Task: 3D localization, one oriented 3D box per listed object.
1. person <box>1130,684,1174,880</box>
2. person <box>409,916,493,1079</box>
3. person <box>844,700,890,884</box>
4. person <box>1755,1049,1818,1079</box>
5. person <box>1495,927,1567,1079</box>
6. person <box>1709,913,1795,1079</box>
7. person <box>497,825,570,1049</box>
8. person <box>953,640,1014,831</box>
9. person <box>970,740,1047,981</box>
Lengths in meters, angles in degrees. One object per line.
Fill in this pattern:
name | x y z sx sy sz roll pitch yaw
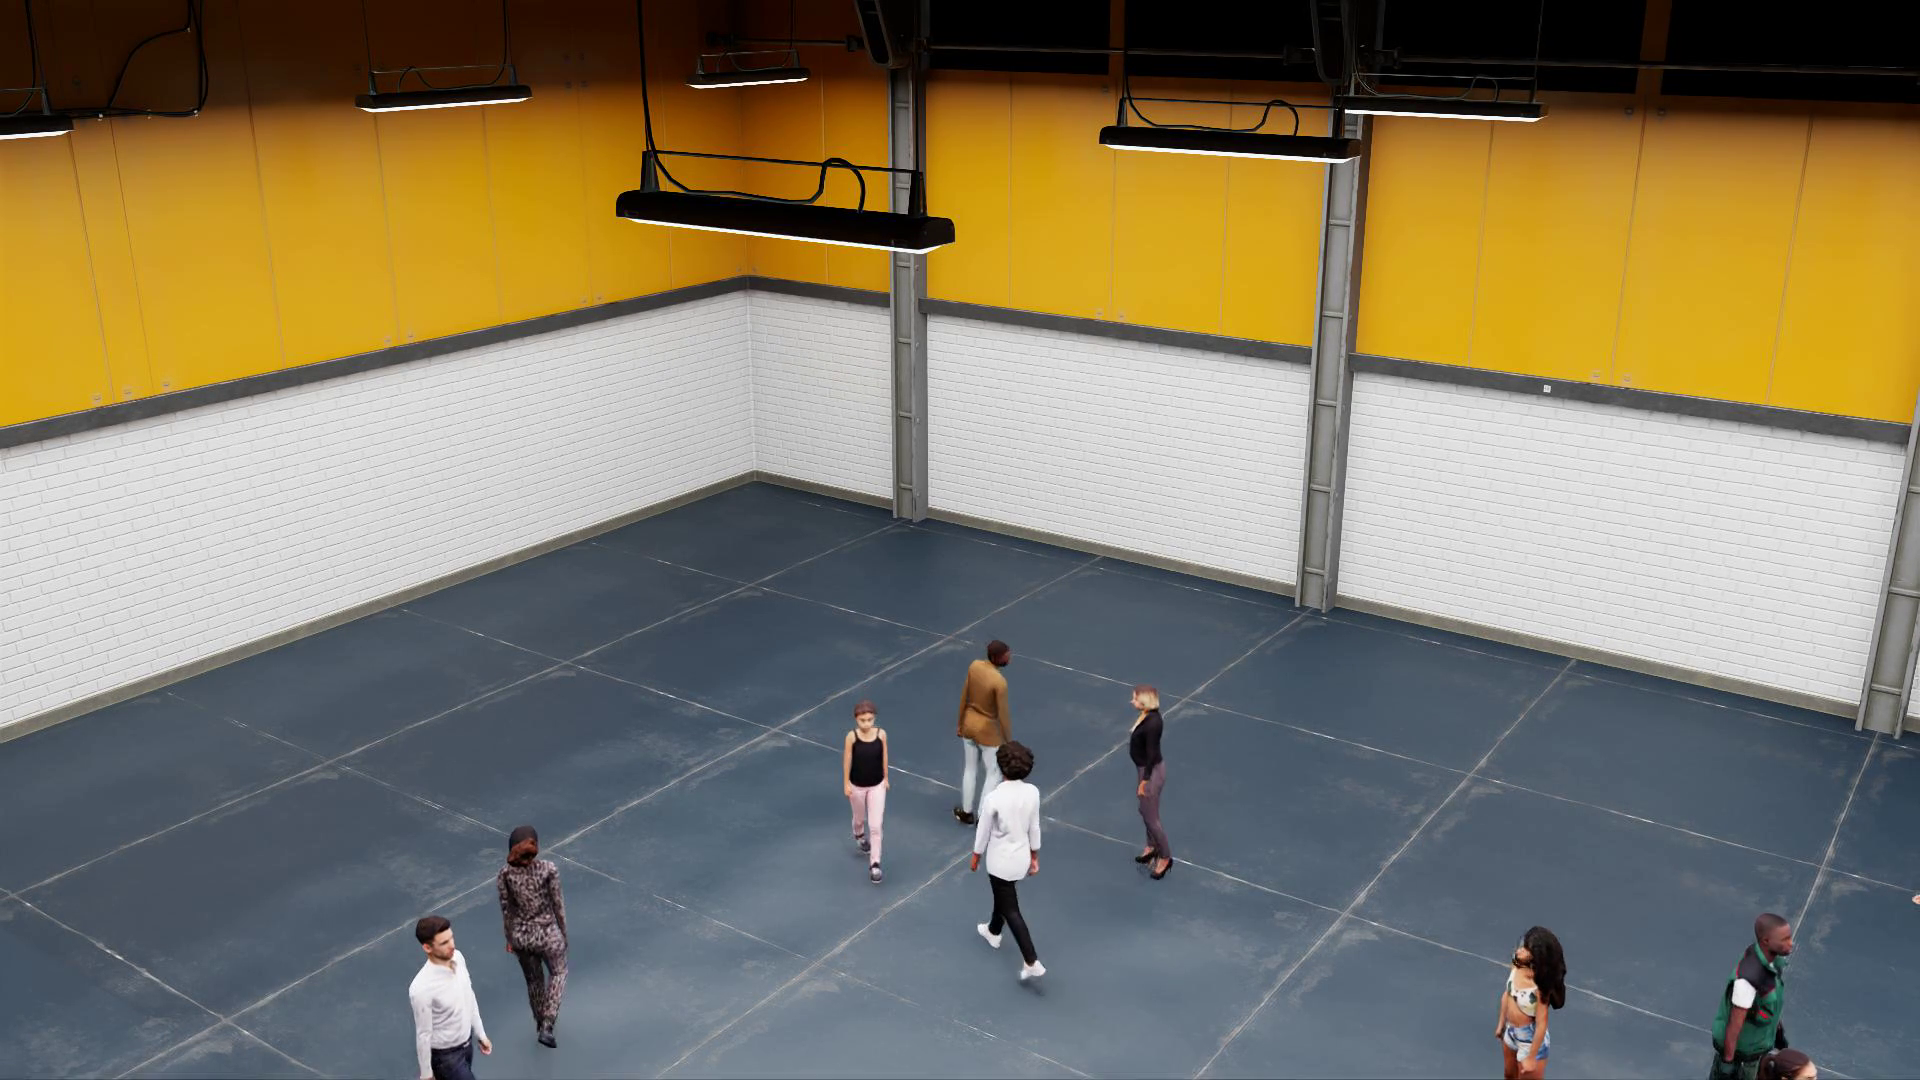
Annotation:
person | 1.583 1.968 13.673 0.776 1.660 0.751 2 19 5
person | -3.172 3.072 10.094 1.289 1.852 0.940 4 19 12
person | -0.775 2.007 13.756 0.946 1.533 1.008 -4 19 -11
person | 4.452 3.511 9.137 0.579 1.631 0.658 15 24 38
person | 3.507 3.116 10.318 0.723 1.626 0.661 -4 19 -11
person | 4.713 3.061 10.185 0.914 1.816 0.667 12 22 32
person | -2.883 2.745 11.297 0.856 1.704 0.901 -2 19 -6
person | 0.144 1.660 14.385 0.536 1.789 0.896 11 22 30
person | 0.409 2.387 12.250 0.928 1.774 1.240 -12 22 -32
